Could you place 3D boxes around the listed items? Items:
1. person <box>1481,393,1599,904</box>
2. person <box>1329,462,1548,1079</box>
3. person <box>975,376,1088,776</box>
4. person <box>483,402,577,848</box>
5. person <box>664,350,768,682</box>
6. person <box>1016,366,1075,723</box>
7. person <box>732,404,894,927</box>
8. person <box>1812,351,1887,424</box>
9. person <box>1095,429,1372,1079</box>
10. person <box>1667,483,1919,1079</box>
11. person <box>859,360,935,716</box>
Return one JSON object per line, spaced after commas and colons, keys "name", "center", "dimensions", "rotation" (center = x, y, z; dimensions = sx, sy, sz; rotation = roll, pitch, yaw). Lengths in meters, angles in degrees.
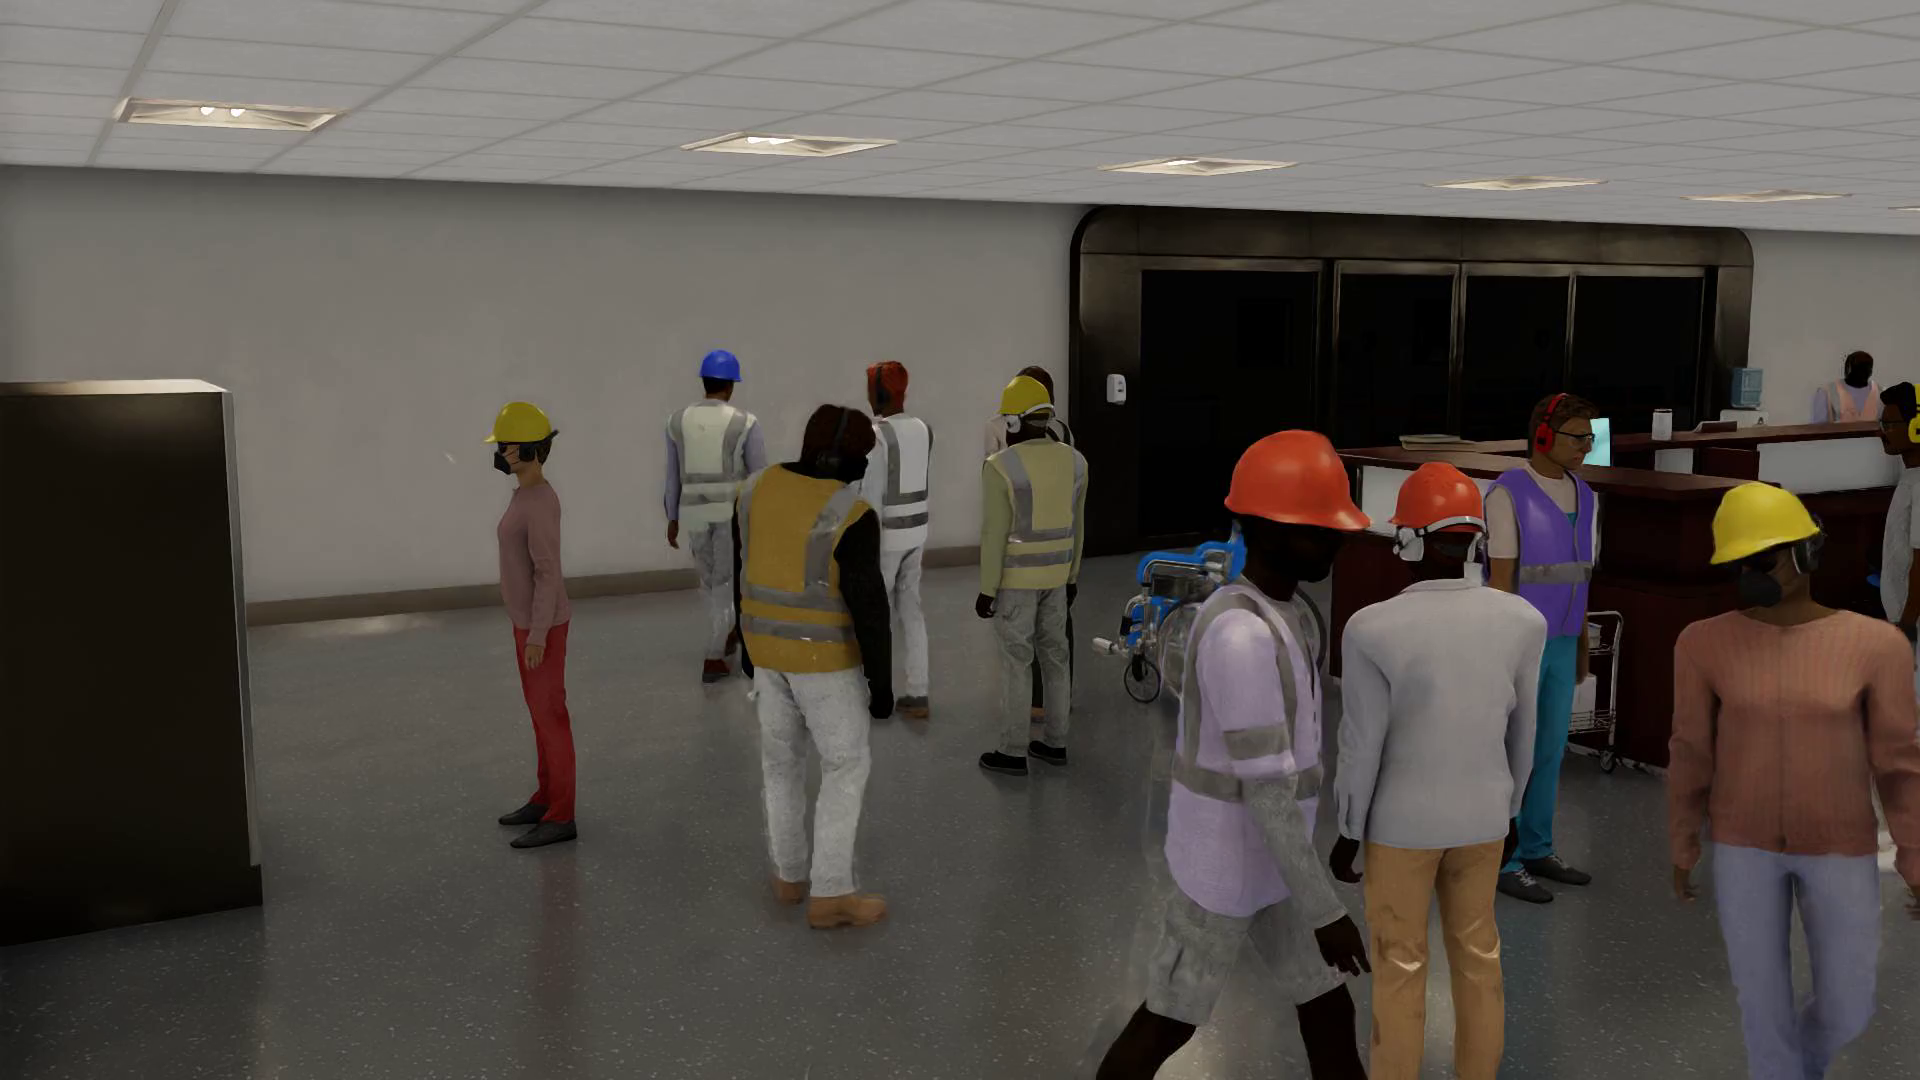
{"name": "person", "center": [2.116, 0.380, 6.089], "dimensions": [0.562, 1.833, 0.419], "rotation": [-6, 10, -37]}
{"name": "person", "center": [1.183, 0.679, 4.196], "dimensions": [0.561, 1.752, 0.324], "rotation": [-3, 8, -18]}
{"name": "person", "center": [0.310, 0.164, 7.653], "dimensions": [0.597, 1.829, 0.404], "rotation": [-6, 10, -39]}
{"name": "person", "center": [-1.713, 0.334, 6.643], "dimensions": [0.314, 1.769, 0.524], "rotation": [-3, 8, -21]}
{"name": "person", "center": [-1.379, -0.166, 9.820], "dimensions": [0.639, 1.883, 0.977], "rotation": [3, 8, 19]}
{"name": "person", "center": [0.414, 0.025, 8.604], "dimensions": [0.326, 1.840, 0.517], "rotation": [4, 9, 28]}
{"name": "person", "center": [-0.520, 0.429, 5.835], "dimensions": [0.681, 1.808, 0.444], "rotation": [5, 9, 33]}
{"name": "person", "center": [7.592, -0.719, 14.210], "dimensions": [0.635, 1.794, 0.986], "rotation": [2, 8, 11]}
{"name": "person", "center": [0.672, 0.699, 3.611], "dimensions": [1.045, 1.876, 0.549], "rotation": [3, 8, 22]}
{"name": "person", "center": [1.990, 0.724, 3.978], "dimensions": [0.574, 1.725, 0.530], "rotation": [4, 9, 29]}
{"name": "person", "center": [-0.358, -0.001, 8.698], "dimensions": [0.533, 1.874, 0.608], "rotation": [6, 10, 36]}
